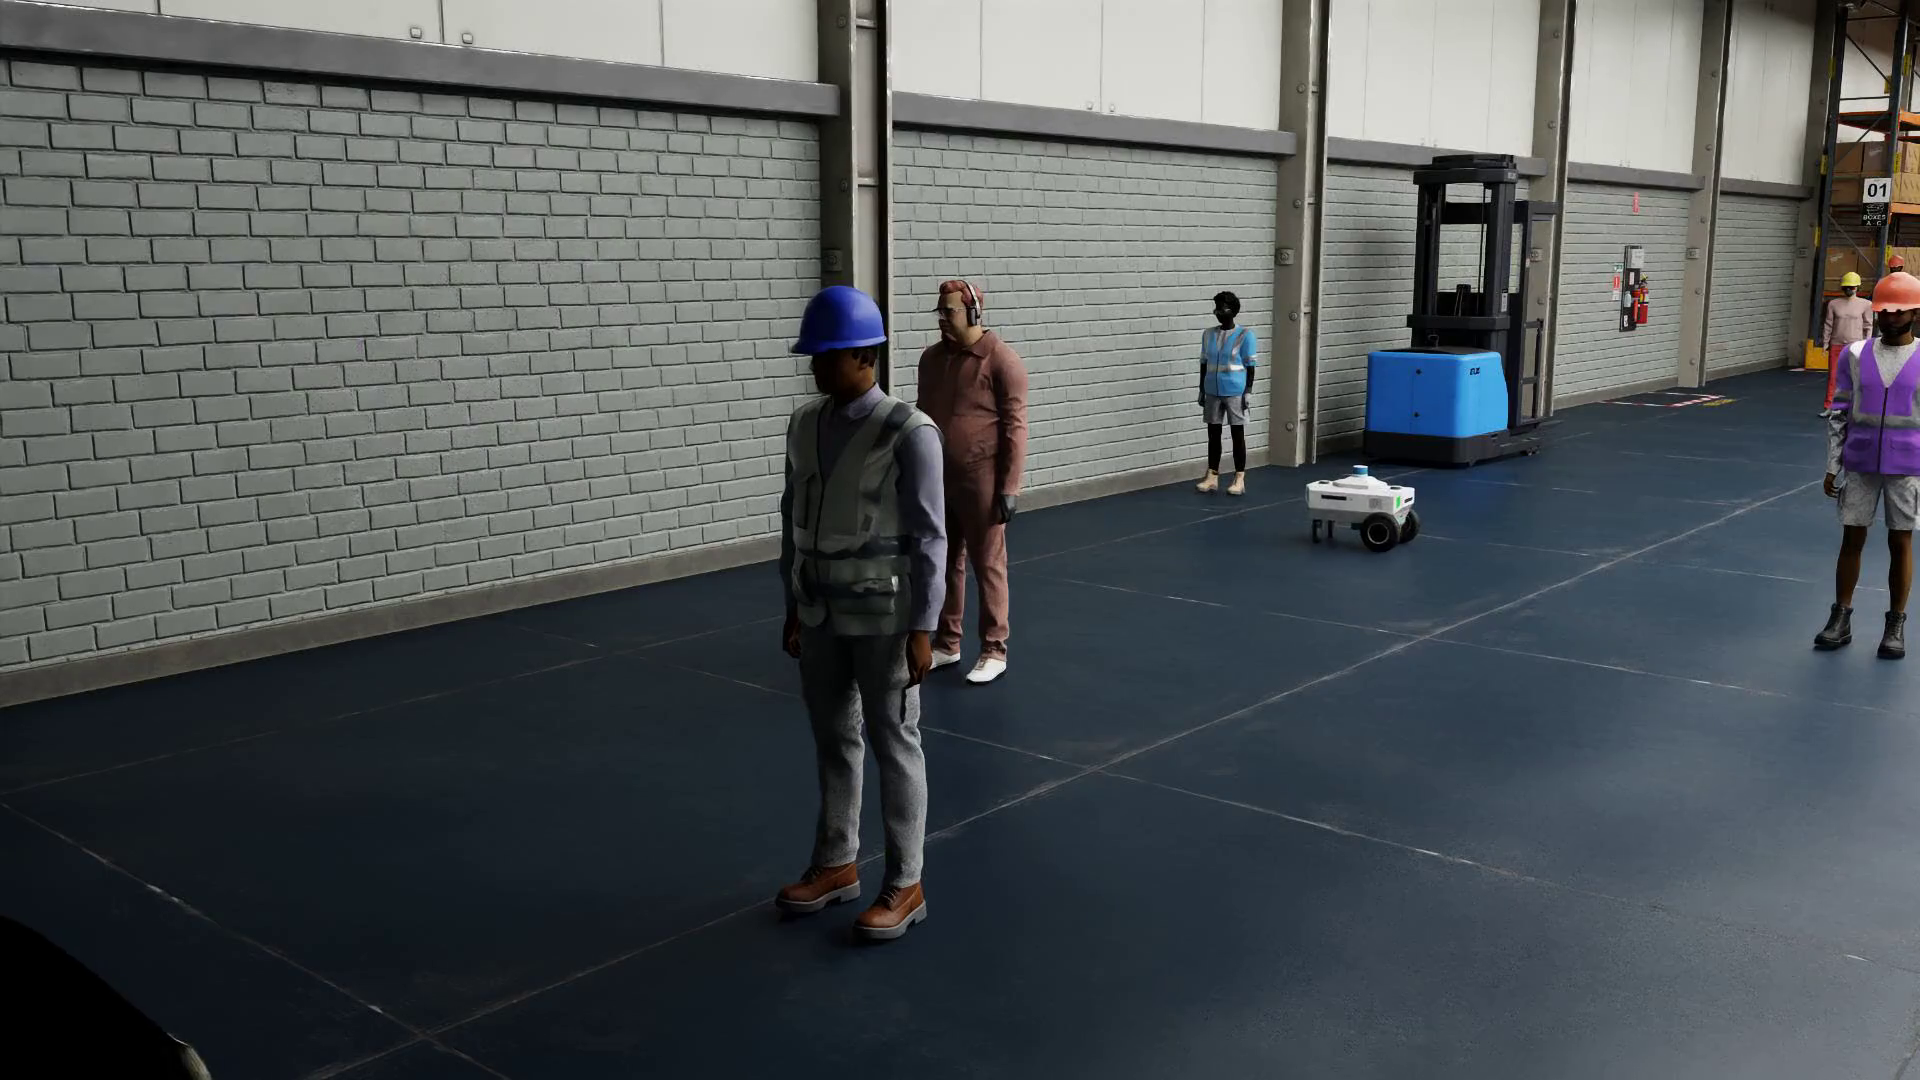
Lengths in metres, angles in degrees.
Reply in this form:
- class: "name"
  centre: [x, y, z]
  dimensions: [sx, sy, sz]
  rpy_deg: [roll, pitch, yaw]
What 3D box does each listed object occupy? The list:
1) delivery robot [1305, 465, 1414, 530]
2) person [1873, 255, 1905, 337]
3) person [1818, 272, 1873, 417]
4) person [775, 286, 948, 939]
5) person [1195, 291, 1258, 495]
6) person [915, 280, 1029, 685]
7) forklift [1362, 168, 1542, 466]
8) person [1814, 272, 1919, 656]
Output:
- class: "delivery robot"
  centre: [2.785, -0.278, 11.624]
  dimensions: [0.707, 0.478, 0.477]
  rpy_deg: [6, 12, 32]
- class: "person"
  centre: [15.128, -3.642, 26.992]
  dimensions: [0.552, 1.935, 0.374]
  rpy_deg: [8, 13, 40]
- class: "person"
  centre: [10.740, -2.356, 20.160]
  dimensions: [0.533, 1.765, 0.329]
  rpy_deg: [8, 13, 40]
- class: "person"
  centre: [-0.318, 0.218, 4.989]
  dimensions: [0.616, 1.942, 0.408]
  rpy_deg: [8, 13, 40]
- class: "person"
  centre: [2.228, -1.232, 13.955]
  dimensions: [0.540, 1.695, 0.317]
  rpy_deg: [8, 13, 40]
- class: "person"
  centre: [0.005, -0.275, 7.909]
  dimensions: [0.652, 1.906, 0.402]
  rpy_deg: [8, 13, 40]
- class: "forklift"
  centre: [4.875, -2.212, 16.287]
  dimensions: [1.129, 2.768, 1.873]
  rpy_deg: [8, 13, 40]
- class: "person"
  centre: [4.675, -0.379, 8.420]
  dimensions: [0.552, 1.932, 0.377]
  rpy_deg: [8, 13, 40]
